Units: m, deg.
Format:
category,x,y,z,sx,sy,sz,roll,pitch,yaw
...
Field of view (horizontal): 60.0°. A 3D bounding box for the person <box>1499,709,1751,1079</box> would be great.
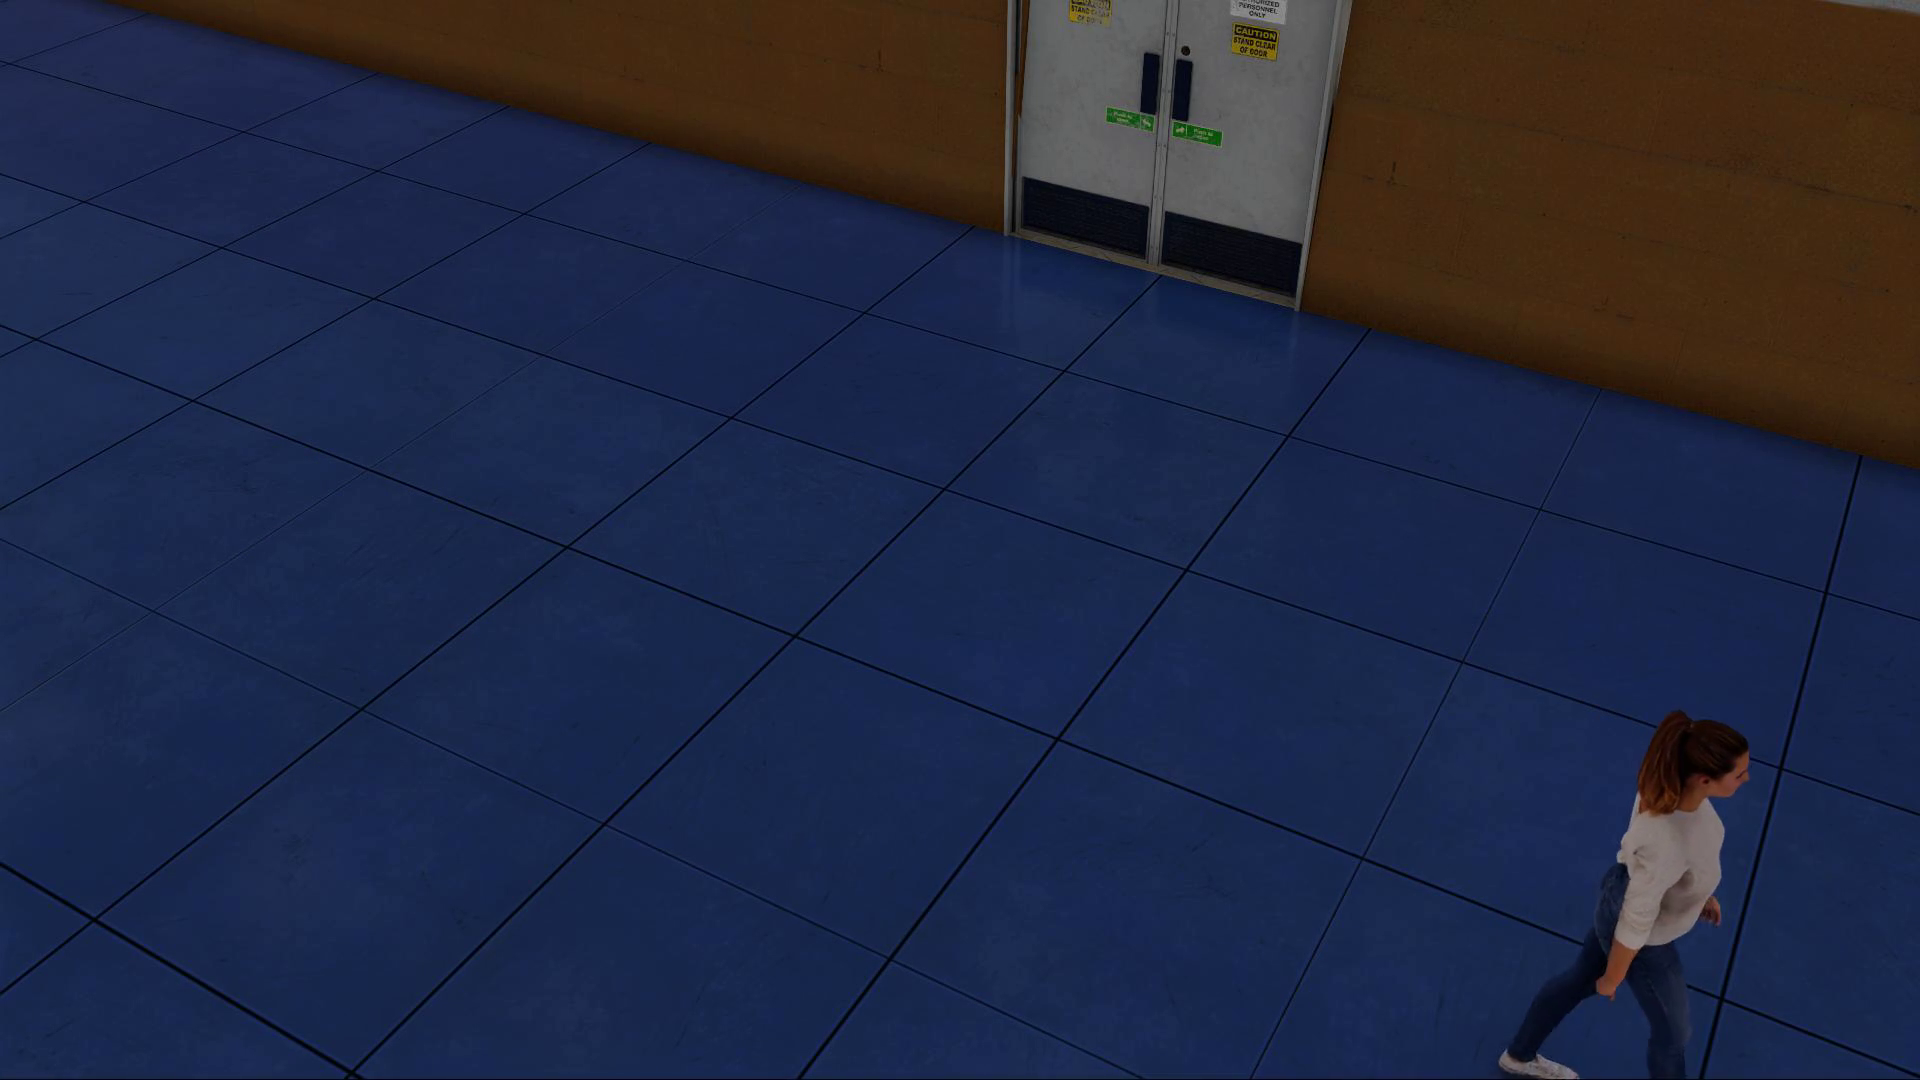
category,x,y,z,sx,sy,sz,roll,pitch,yaw
person,1.991,1.175,5.120,0.779,1.689,0.984,13,39,16
